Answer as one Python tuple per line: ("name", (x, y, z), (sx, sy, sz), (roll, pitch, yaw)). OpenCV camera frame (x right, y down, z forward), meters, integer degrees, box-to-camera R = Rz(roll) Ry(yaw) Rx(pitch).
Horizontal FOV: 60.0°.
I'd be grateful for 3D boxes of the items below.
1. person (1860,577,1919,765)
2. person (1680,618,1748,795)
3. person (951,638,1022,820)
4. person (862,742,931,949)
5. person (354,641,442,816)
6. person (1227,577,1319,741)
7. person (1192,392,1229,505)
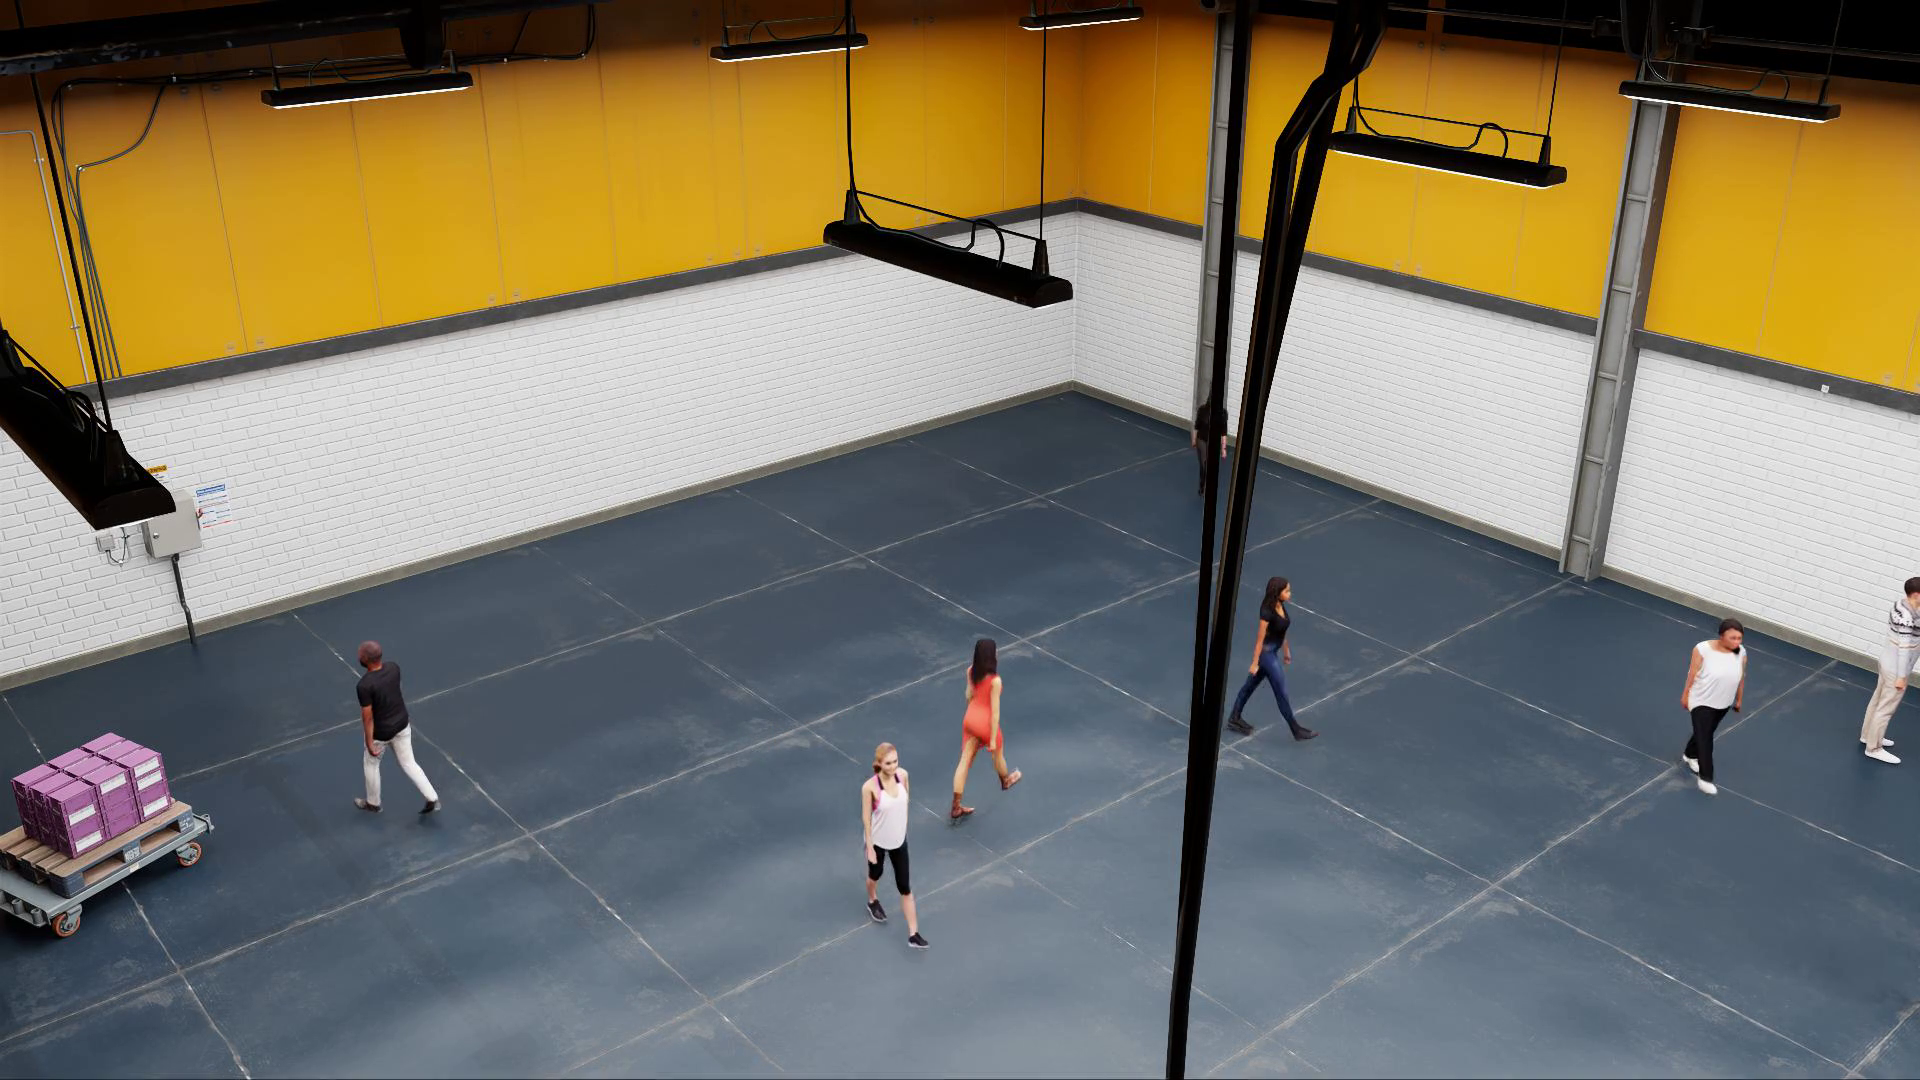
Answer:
("person", (8.925, 1.192, 15.869), (0.764, 1.861, 0.767), (8, 25, 17))
("person", (6.979, 1.457, 15.512), (0.968, 1.661, 1.113), (-3, 24, -7))
("person", (0.136, 1.730, 14.896), (1.143, 1.655, 0.789), (19, 30, 37))
("person", (-0.648, 2.377, 13.316), (0.734, 1.734, 1.166), (-14, 27, -29))
("person", (-5.027, 1.709, 14.792), (1.222, 1.776, 0.921), (14, 27, 28))
("person", (2.898, 1.145, 16.189), (1.218, 1.691, 0.917), (11, 26, 24))
("person", (3.246, -1.301, 21.902), (0.917, 1.596, 1.008), (3, 24, 7))
